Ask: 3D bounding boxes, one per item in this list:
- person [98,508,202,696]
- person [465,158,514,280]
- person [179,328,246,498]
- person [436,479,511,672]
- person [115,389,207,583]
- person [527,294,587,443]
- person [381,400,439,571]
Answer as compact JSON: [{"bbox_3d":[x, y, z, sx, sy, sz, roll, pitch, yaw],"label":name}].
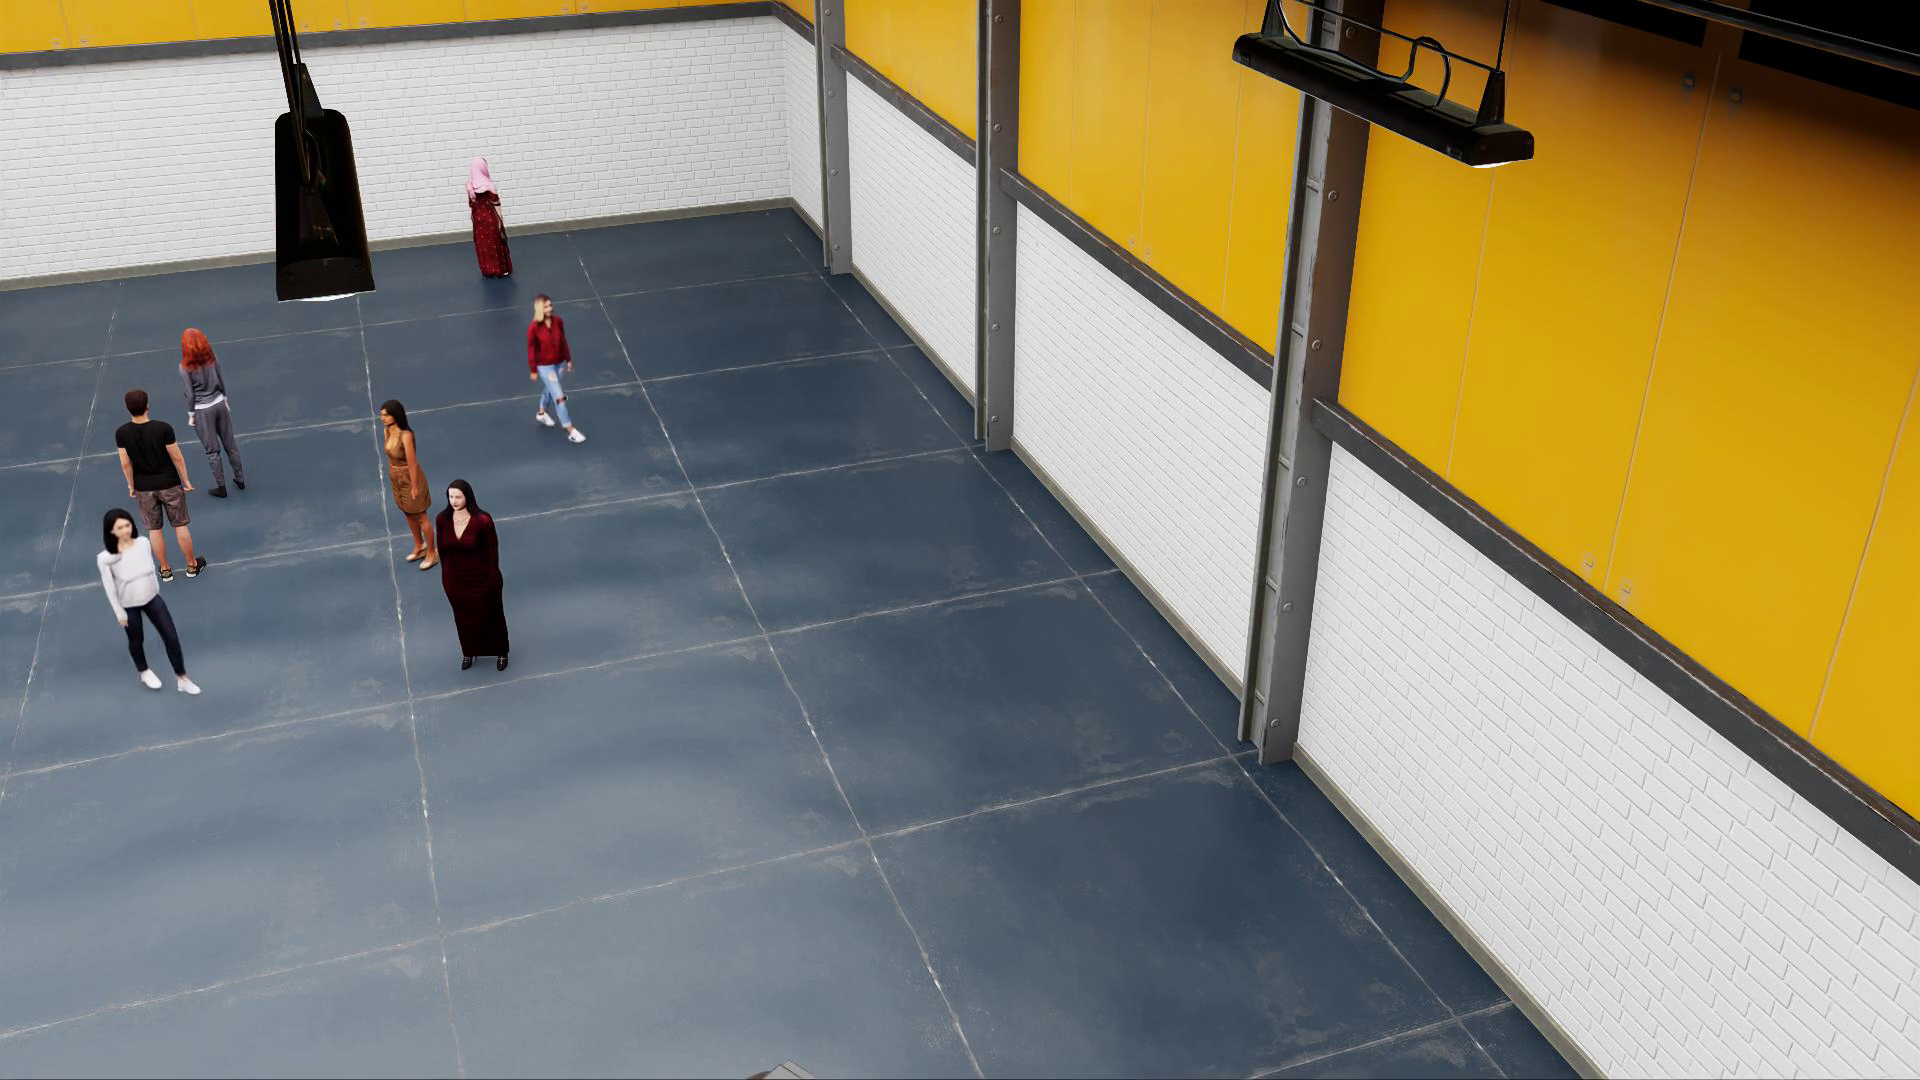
[{"bbox_3d":[-6.719,0.488,13.506,0.998,1.675,0.871,22,36,35],"label":"person"},{"bbox_3d":[-6.370,-4.327,22.378,0.764,1.631,0.803,9,30,16],"label":"person"},{"bbox_3d":[-7.513,-1.283,16.643,0.676,1.779,0.655,18,33,30],"label":"person"},{"bbox_3d":[-4.044,0.288,13.786,0.745,1.758,0.736,2,29,3],"label":"person"},{"bbox_3d":[-7.312,-0.501,15.125,0.682,1.861,0.555,-9,30,-16],"label":"person"},{"bbox_3d":[-4.452,-1.877,17.928,1.171,1.591,1.001,20,34,32],"label":"person"},{"bbox_3d":[-5.089,-0.525,15.351,0.600,1.687,0.697,22,35,34],"label":"person"}]
